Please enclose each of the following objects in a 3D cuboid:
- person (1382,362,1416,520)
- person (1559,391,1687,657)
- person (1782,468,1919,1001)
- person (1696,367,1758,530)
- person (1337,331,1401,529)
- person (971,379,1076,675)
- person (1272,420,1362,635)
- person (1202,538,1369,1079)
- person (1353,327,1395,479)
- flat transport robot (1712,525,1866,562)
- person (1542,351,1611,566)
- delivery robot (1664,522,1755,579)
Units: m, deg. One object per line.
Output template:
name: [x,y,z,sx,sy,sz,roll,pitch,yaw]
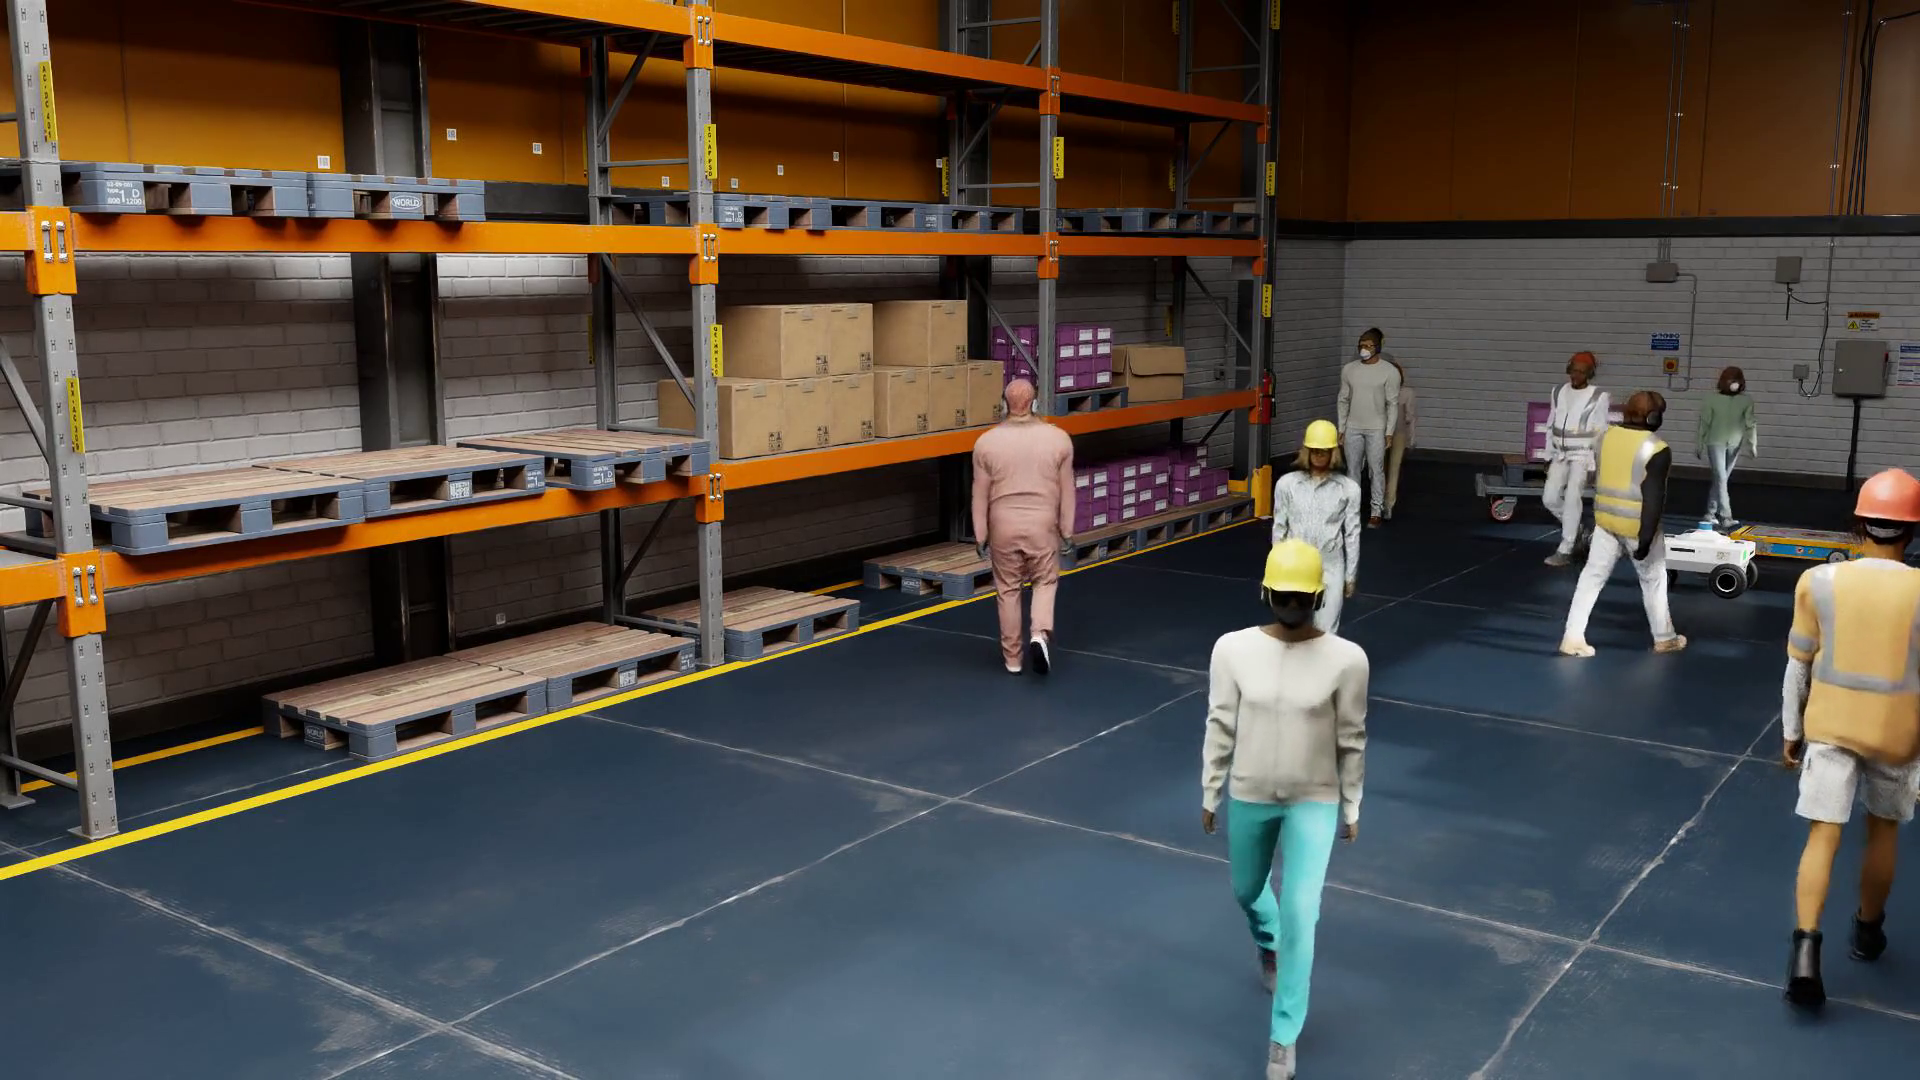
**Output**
person: [4.441,-1.038,17.184,0.506,1.600,0.835,6,11,31]
person: [4.427,-0.100,11.030,1.003,1.790,0.616,-5,11,-28]
person: [3.231,0.693,5.961,0.551,1.901,0.975,7,12,34]
person: [7.540,-0.902,16.330,0.511,1.587,0.826,0,10,-3]
person: [4.008,-1.085,16.404,0.631,1.940,0.372,7,12,35]
person: [0.395,-0.059,10.421,0.665,1.892,0.541,0,10,1]
person: [2.028,0.173,9.499,0.503,1.731,0.379,2,10,14]
person: [1.089,0.830,5.565,0.528,1.737,0.805,3,10,18]
person: [4.997,-1.665,20.172,0.524,1.844,0.558,3,10,15]
flat transport robot: [7.424,0.044,14.640,1.431,0.197,0.652,7,12,35]
person: [5.301,-0.697,14.311,0.481,1.865,0.618,-6,11,-31]
delivery robot: [5.899,0.097,13.198,0.707,0.478,0.477,7,12,35]
